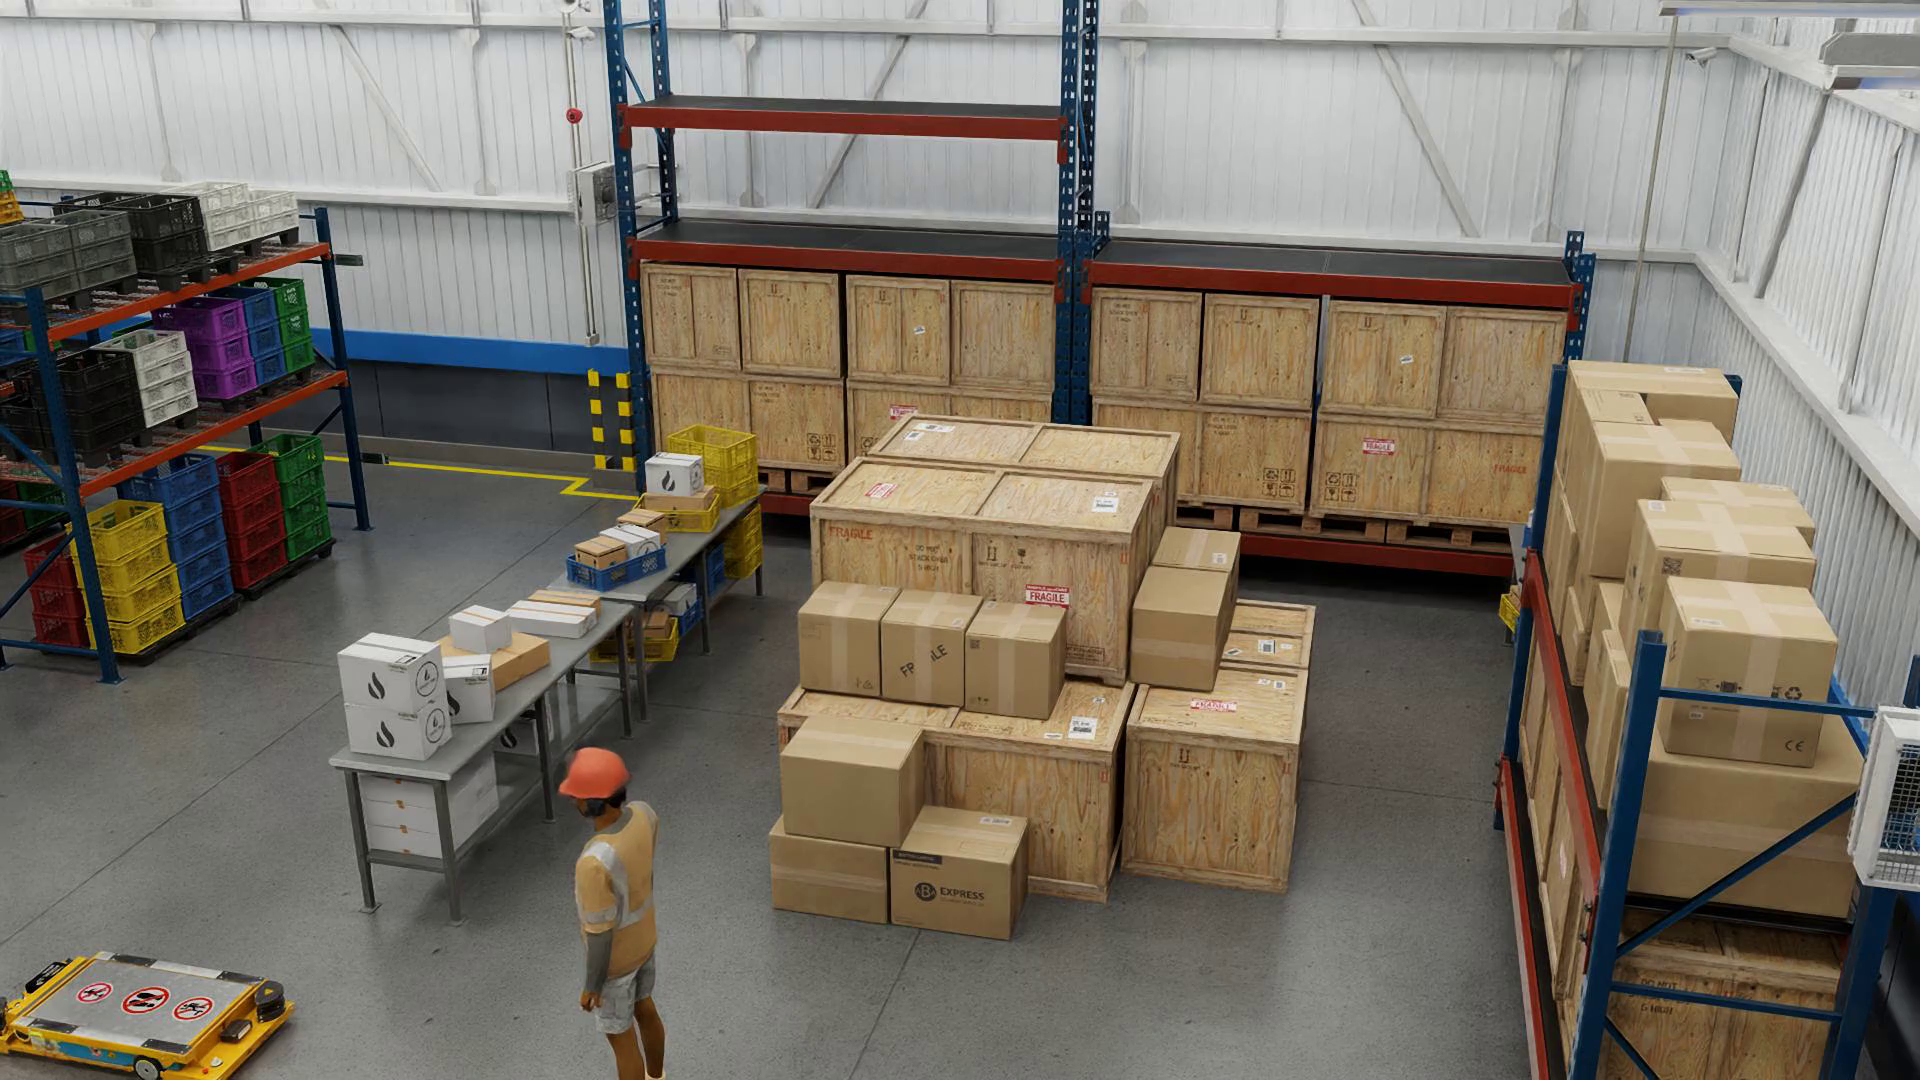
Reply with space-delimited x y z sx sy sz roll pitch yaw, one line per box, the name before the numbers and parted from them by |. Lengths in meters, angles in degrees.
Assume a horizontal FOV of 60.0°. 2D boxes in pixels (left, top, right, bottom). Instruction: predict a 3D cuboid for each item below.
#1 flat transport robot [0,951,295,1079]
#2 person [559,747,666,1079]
flat transport robot | -4.270 2.464 8.601 1.431 0.231 0.659 5 22 13
person | -1.589 1.871 7.667 0.369 2.045 0.604 5 21 12
